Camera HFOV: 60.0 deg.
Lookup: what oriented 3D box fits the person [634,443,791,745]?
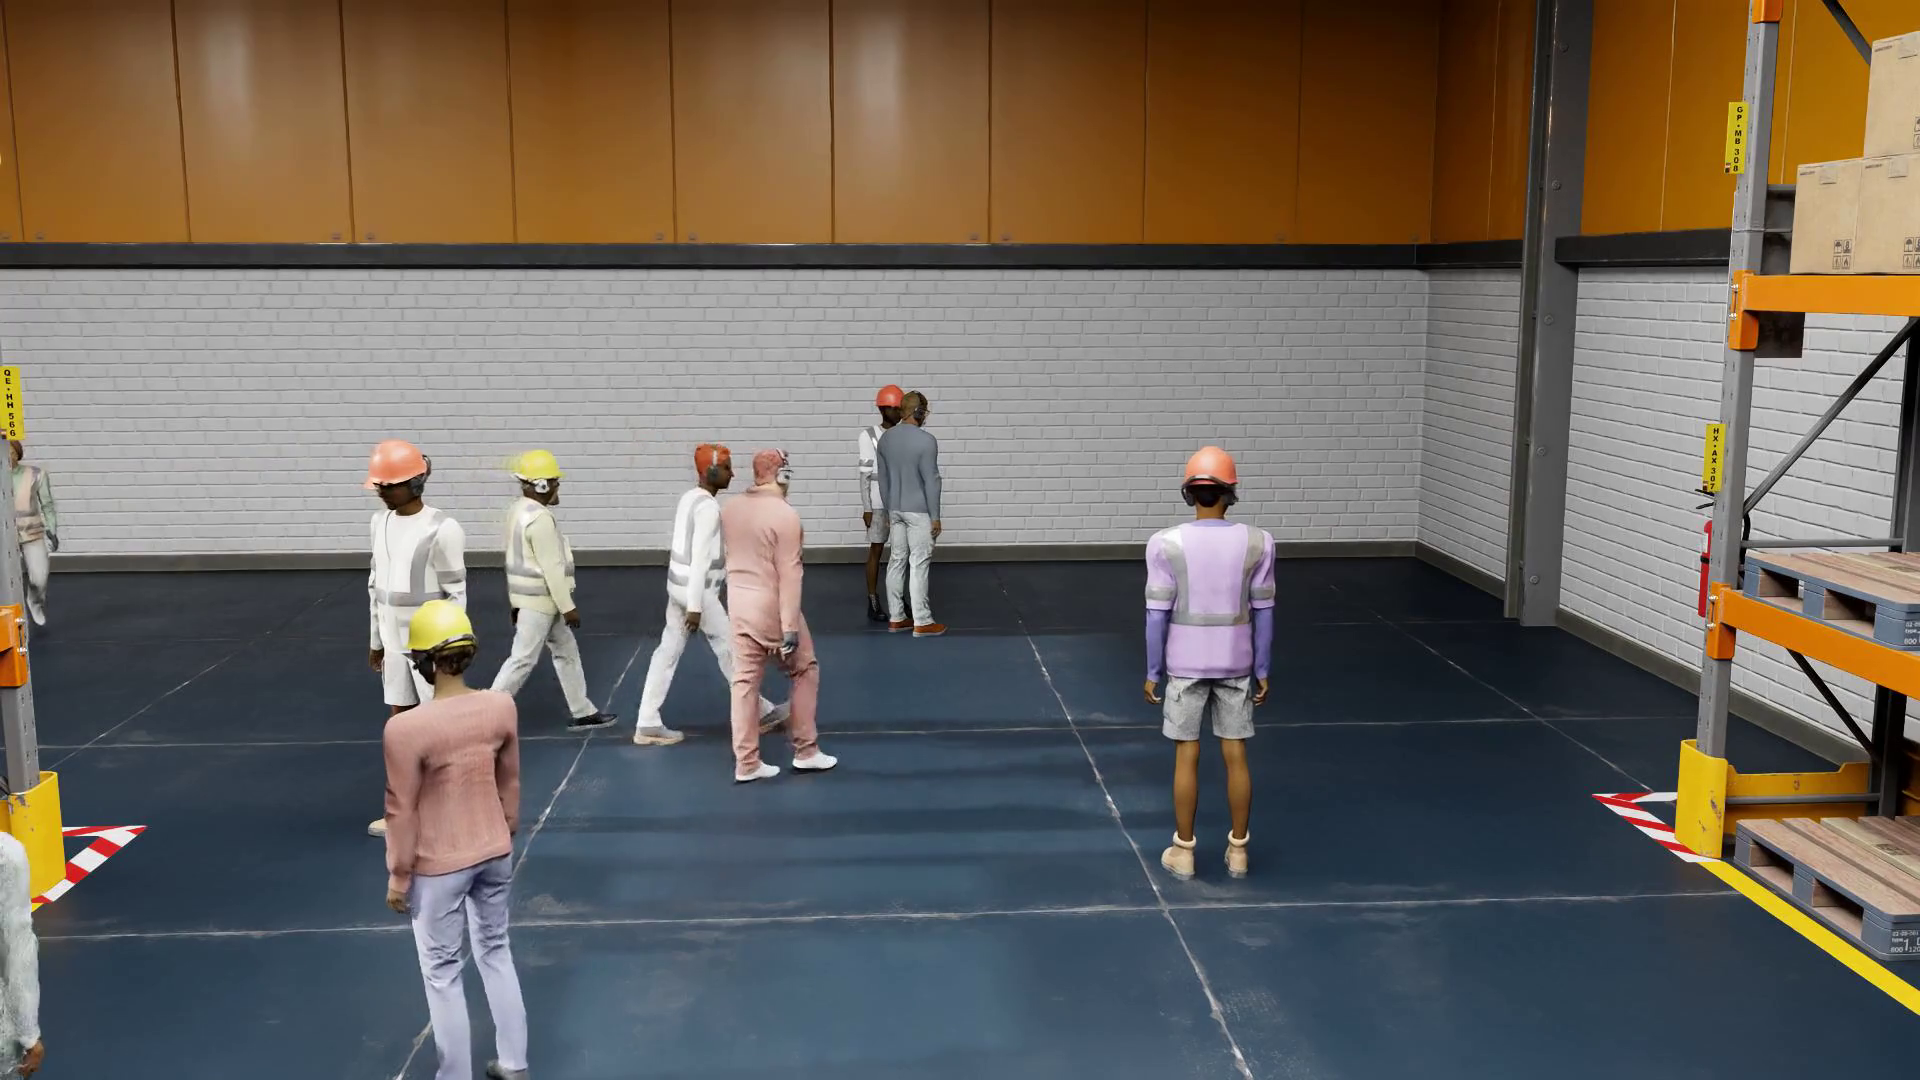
[{"bbox_3d":[-1.530,0.325,10.086,1.040,1.817,0.592,-4,10,-25],"label":"person"}]

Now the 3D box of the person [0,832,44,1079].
[{"bbox_3d":[-2.640,1.301,4.280,0.490,1.727,0.594,-3,10,-20],"label":"person"}]

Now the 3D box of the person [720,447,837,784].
[{"bbox_3d":[-1.017,0.412,9.380,0.646,1.875,0.746,7,12,39],"label":"person"}]

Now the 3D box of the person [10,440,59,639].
[{"bbox_3d":[-7.310,-0.022,12.907,0.532,1.616,0.599,-6,11,-31],"label":"person"}]

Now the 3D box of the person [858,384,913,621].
[{"bbox_3d":[-0.574,-0.310,13.717,0.544,1.943,0.347,-7,11,-36],"label":"person"}]

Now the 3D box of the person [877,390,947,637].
[{"bbox_3d":[-0.379,-0.206,13.090,0.627,1.934,0.372,8,12,42],"label":"person"}]

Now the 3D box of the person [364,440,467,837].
[{"bbox_3d":[-2.732,0.510,8.281,0.605,2.033,0.398,5,10,30],"label":"person"}]

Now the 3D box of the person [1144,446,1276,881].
[{"bbox_3d":[1.158,0.581,7.814,0.610,2.040,0.394,0,9,-2],"label":"person"}]

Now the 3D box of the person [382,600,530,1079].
[{"bbox_3d":[-1.708,1.074,5.616,0.349,1.757,0.525,6,11,34],"label":"person"}]

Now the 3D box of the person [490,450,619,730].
[{"bbox_3d":[-2.583,0.346,10.092,0.933,1.791,0.590,-4,10,-22],"label":"person"}]
